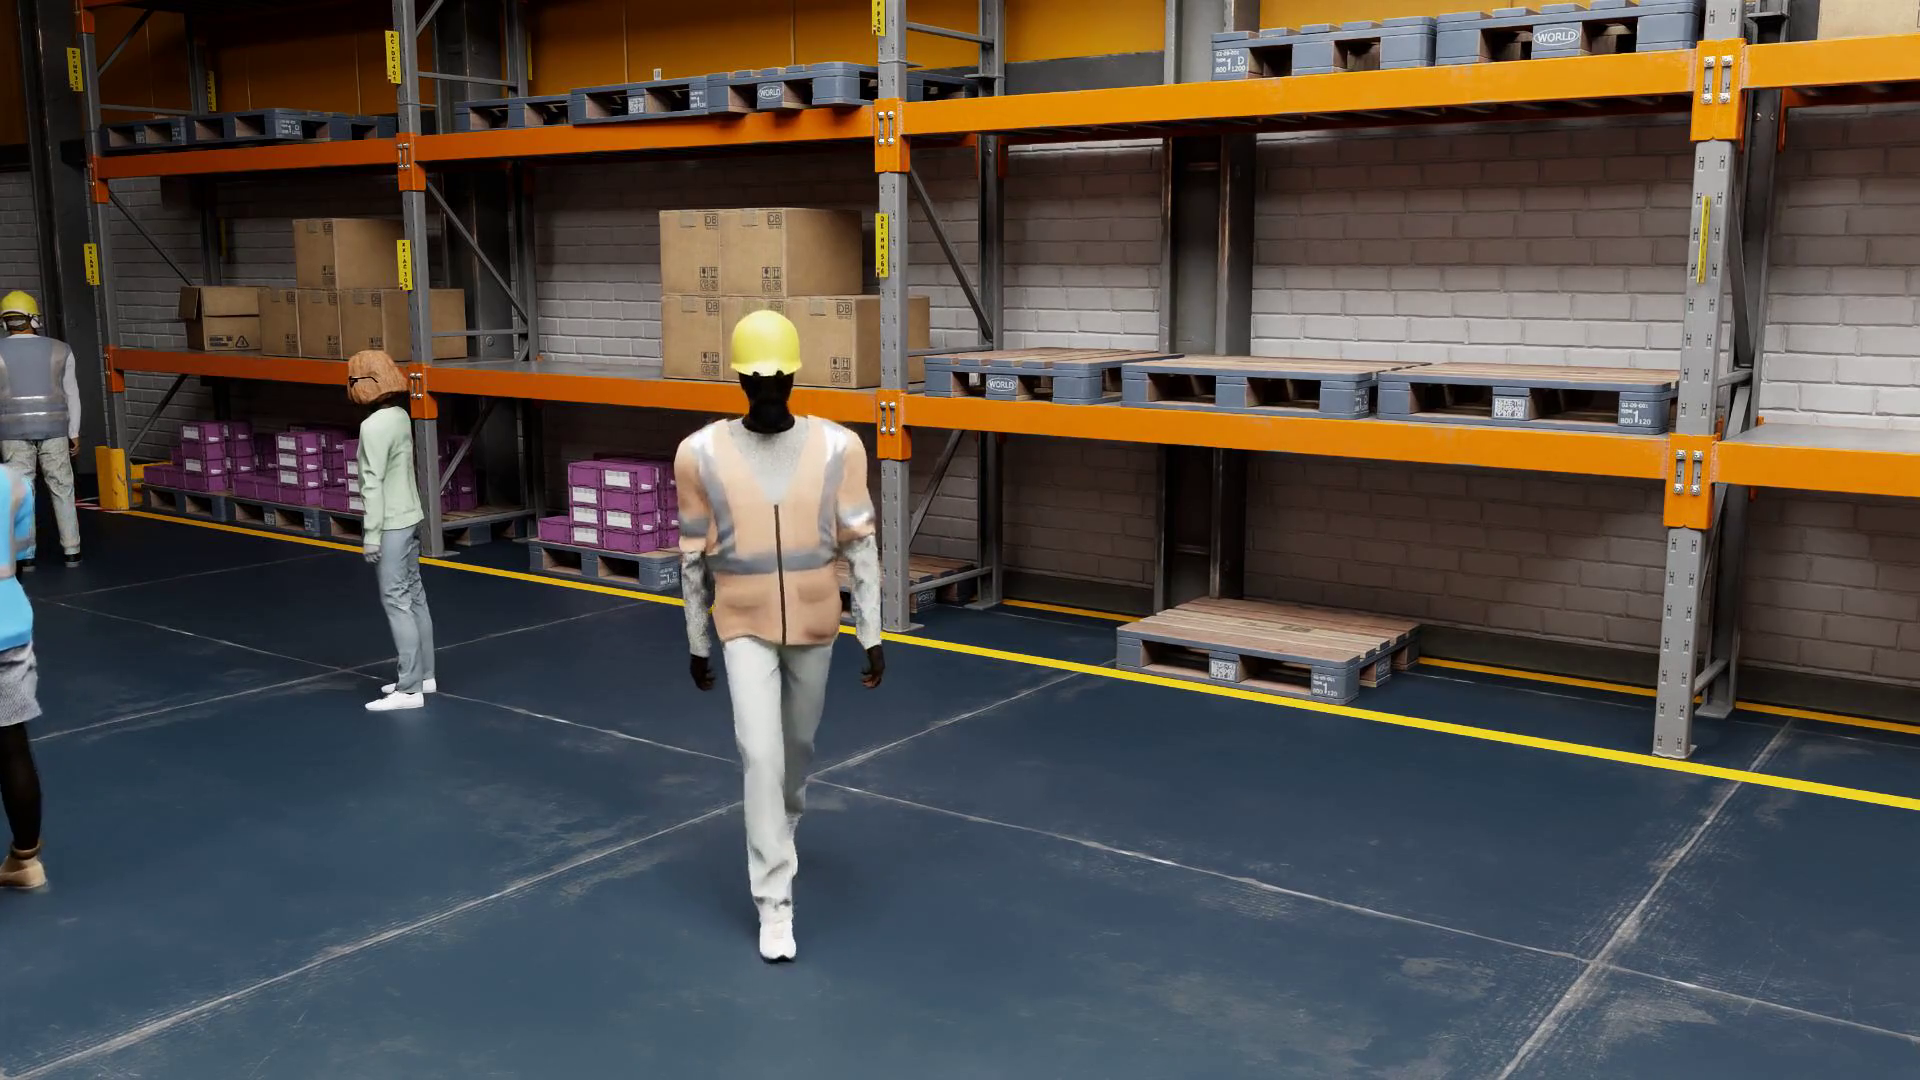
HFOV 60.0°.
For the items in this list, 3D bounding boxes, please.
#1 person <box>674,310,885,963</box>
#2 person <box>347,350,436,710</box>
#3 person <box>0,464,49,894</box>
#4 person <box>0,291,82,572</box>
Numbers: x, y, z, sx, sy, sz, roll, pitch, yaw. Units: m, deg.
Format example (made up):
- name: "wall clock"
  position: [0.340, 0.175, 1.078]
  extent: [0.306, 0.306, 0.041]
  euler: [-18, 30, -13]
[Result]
- name: "person"
  position: [-0.558, 0.235, 5.128]
  extent: [0.607, 1.886, 0.977]
  euler: [-2, 10, -13]
- name: "person"
  position: [-2.594, -0.046, 7.560]
  extent: [0.287, 1.625, 0.496]
  euler: [-1, 10, -4]
- name: "person"
  position: [-3.085, 0.326, 5.132]
  extent: [0.327, 1.698, 0.546]
  euler: [3, 10, 19]
- name: "person"
  position: [-6.069, -0.705, 10.875]
  extent: [0.589, 1.827, 0.404]
  euler: [-7, 12, -35]
